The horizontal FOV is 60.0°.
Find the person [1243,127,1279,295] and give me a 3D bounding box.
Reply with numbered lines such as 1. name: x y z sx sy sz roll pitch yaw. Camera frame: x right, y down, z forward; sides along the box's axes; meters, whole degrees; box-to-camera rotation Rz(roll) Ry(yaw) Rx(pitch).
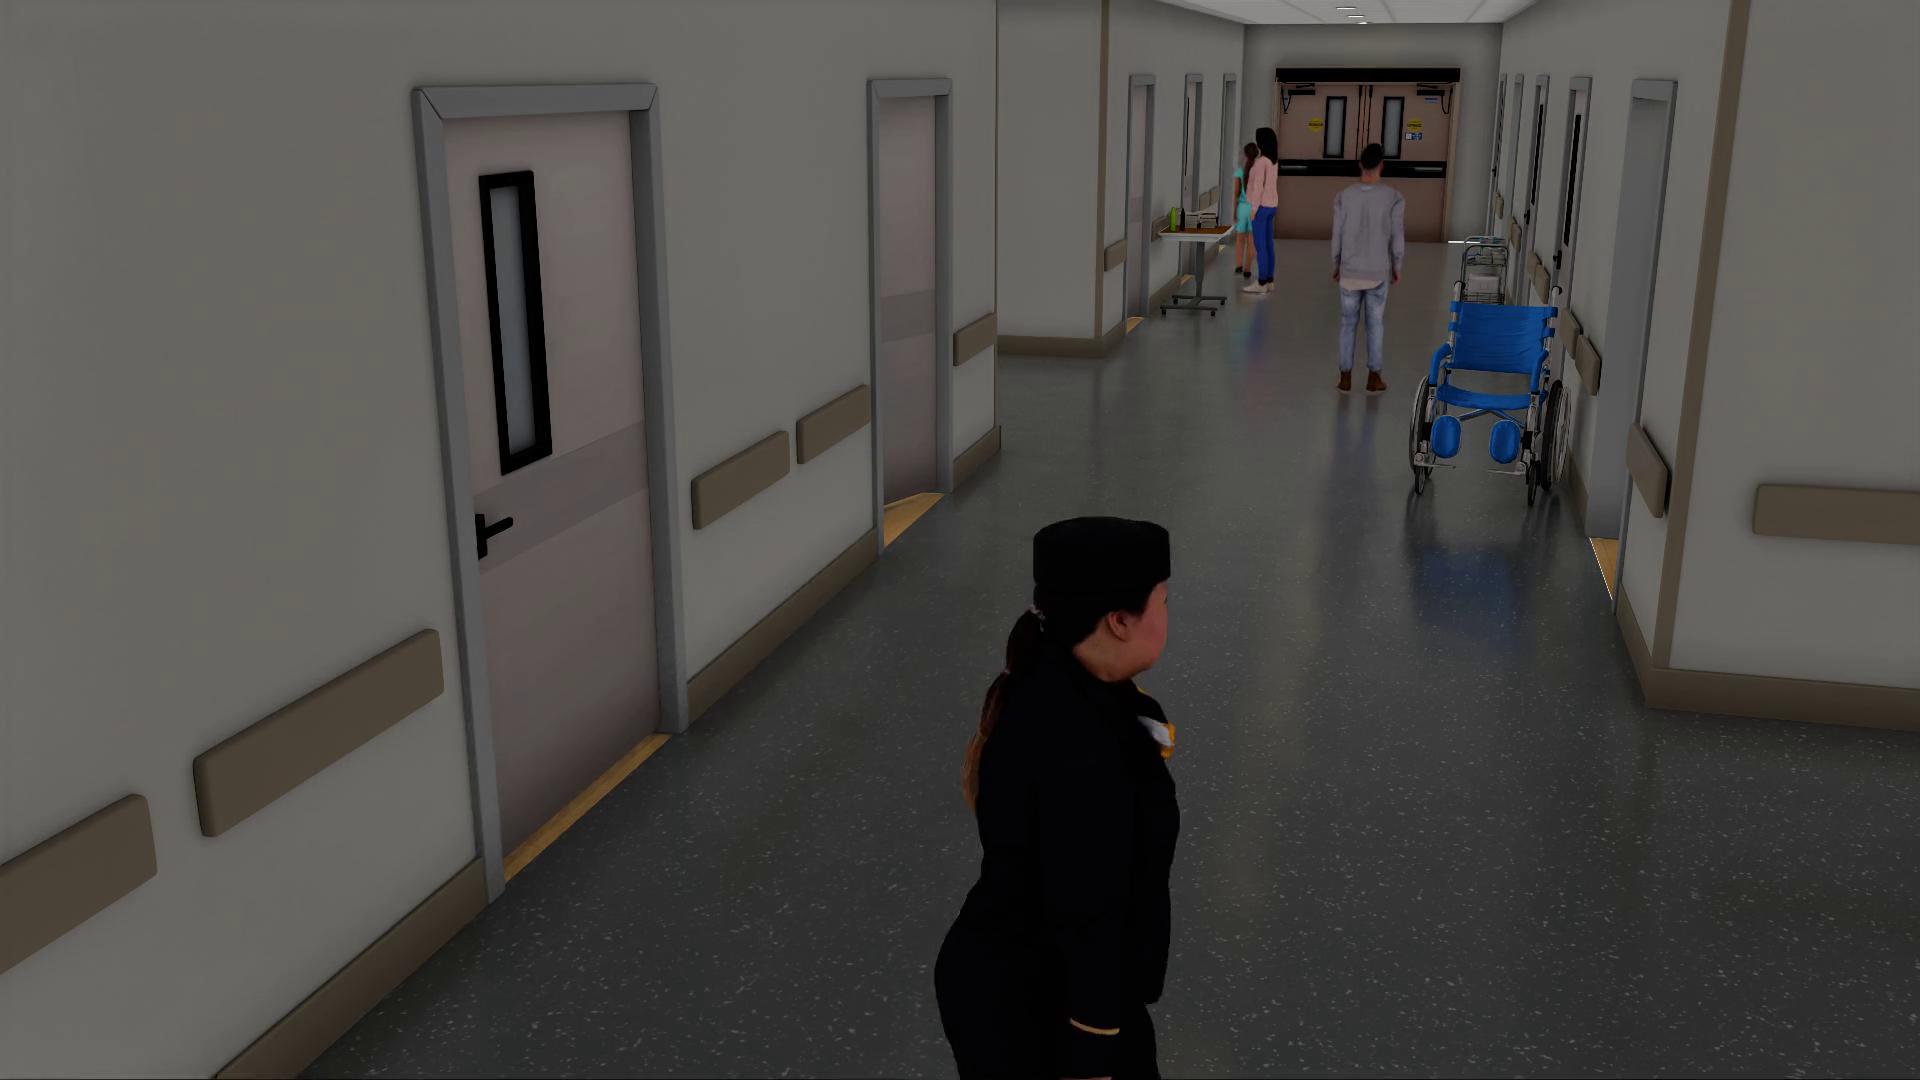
1. person: 3.306 -3.585 18.088 0.774 1.768 0.614 11 19 34

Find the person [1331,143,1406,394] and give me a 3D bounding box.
1. person: 3.033 -2.030 12.443 0.699 1.839 0.565 6 17 19

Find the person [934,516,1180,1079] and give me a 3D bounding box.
1. person: 0.064 0.783 2.819 0.997 1.645 1.061 0 16 -2

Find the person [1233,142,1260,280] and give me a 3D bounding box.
1. person: 3.355 -3.806 19.282 0.529 1.545 0.682 4 16 15
